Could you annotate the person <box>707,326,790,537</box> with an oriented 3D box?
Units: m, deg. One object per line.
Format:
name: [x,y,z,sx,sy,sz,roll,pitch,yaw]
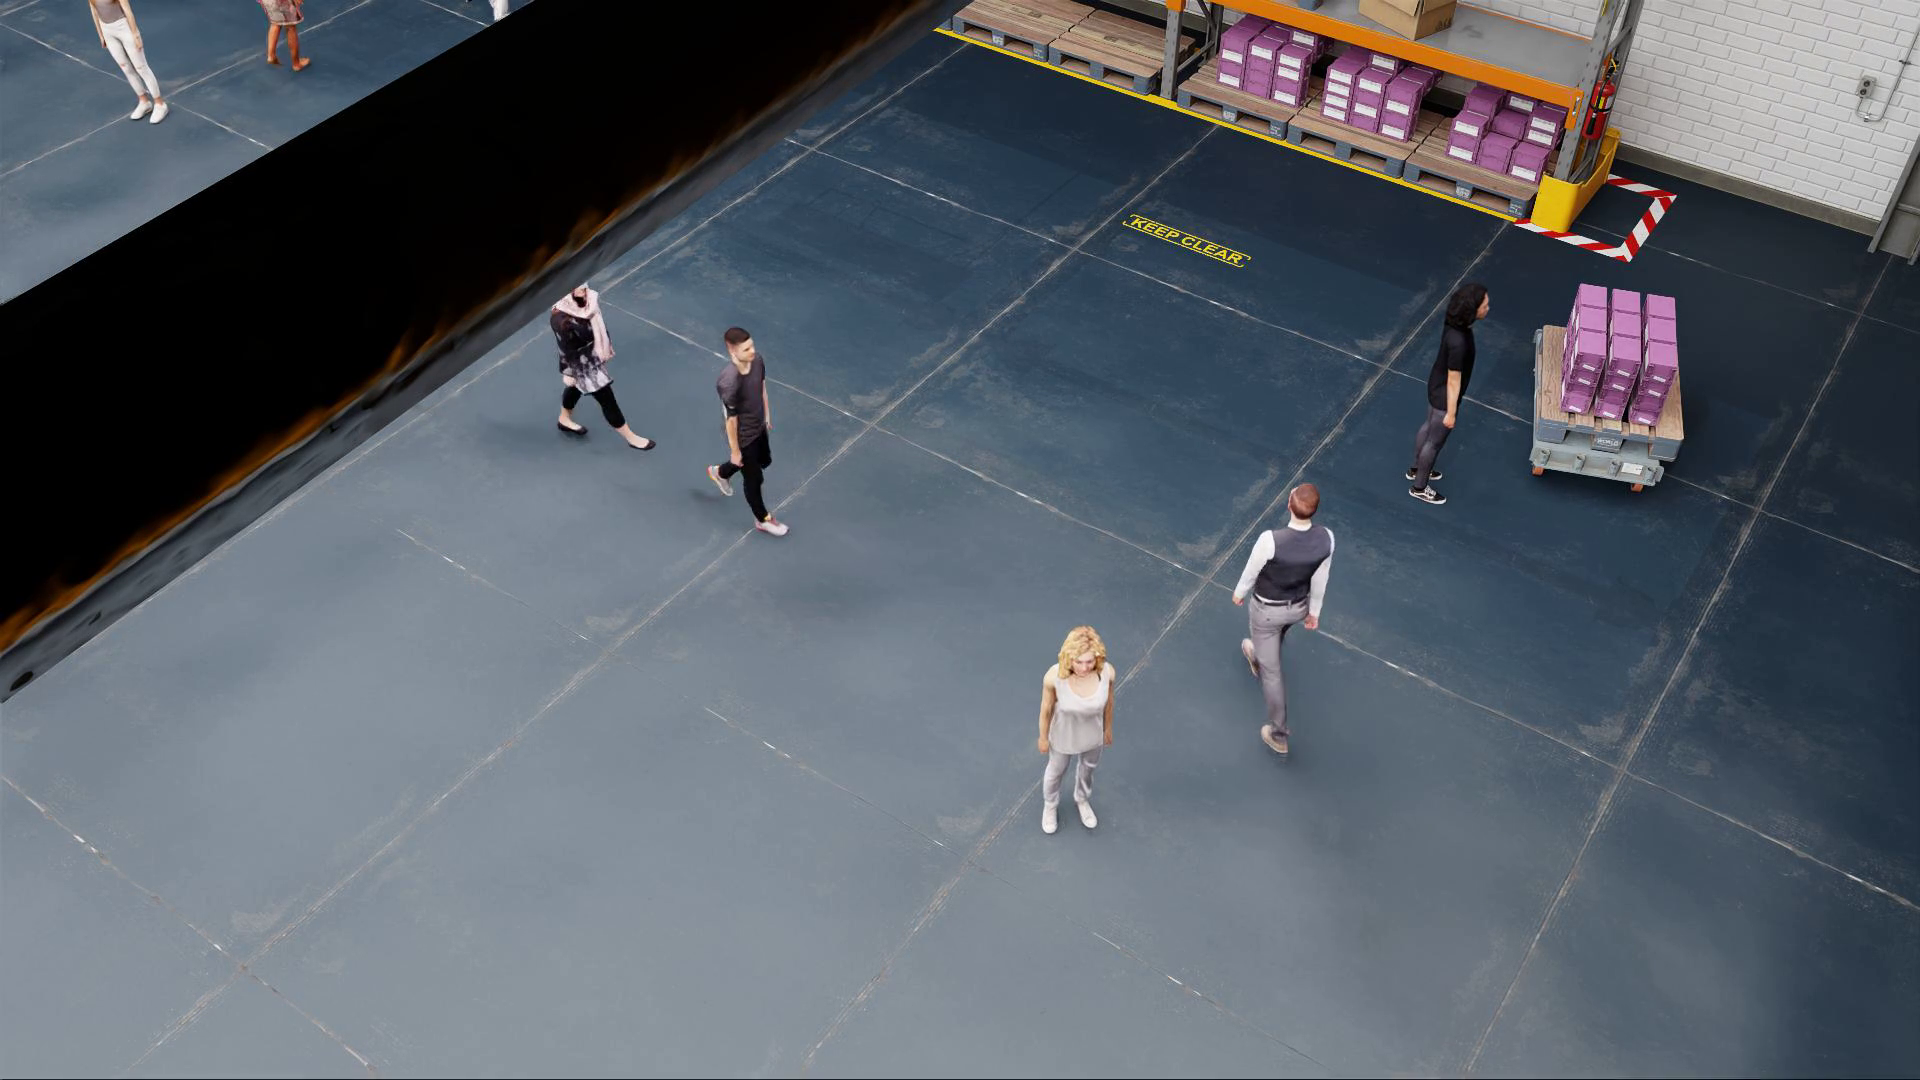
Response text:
person: [-1.564,-0.788,11.681,0.995,1.752,0.742,18,47,18]

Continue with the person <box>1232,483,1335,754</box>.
person: [1.990,0.483,10.241,1.180,1.897,1.299,-10,44,-10]

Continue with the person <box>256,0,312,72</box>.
person: [-6.895,-5.419,16.627,0.745,1.636,0.807,14,45,14]

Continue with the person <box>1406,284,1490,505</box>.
person: [3.481,-1.077,11.924,0.692,1.836,0.706,5,44,6]

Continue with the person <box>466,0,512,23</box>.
person: [-4.702,-5.702,16.827,1.262,1.768,1.107,6,44,6]

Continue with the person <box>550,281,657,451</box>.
person: [-2.868,-1.359,12.401,1.162,1.585,0.858,12,45,13]

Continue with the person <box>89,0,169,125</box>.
person: [-8.059,-4.870,15.992,0.593,1.716,0.721,8,44,8]

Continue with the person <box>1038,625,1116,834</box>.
person: [0.689,1.098,9.761,0.687,1.670,0.748,-7,44,-7]
